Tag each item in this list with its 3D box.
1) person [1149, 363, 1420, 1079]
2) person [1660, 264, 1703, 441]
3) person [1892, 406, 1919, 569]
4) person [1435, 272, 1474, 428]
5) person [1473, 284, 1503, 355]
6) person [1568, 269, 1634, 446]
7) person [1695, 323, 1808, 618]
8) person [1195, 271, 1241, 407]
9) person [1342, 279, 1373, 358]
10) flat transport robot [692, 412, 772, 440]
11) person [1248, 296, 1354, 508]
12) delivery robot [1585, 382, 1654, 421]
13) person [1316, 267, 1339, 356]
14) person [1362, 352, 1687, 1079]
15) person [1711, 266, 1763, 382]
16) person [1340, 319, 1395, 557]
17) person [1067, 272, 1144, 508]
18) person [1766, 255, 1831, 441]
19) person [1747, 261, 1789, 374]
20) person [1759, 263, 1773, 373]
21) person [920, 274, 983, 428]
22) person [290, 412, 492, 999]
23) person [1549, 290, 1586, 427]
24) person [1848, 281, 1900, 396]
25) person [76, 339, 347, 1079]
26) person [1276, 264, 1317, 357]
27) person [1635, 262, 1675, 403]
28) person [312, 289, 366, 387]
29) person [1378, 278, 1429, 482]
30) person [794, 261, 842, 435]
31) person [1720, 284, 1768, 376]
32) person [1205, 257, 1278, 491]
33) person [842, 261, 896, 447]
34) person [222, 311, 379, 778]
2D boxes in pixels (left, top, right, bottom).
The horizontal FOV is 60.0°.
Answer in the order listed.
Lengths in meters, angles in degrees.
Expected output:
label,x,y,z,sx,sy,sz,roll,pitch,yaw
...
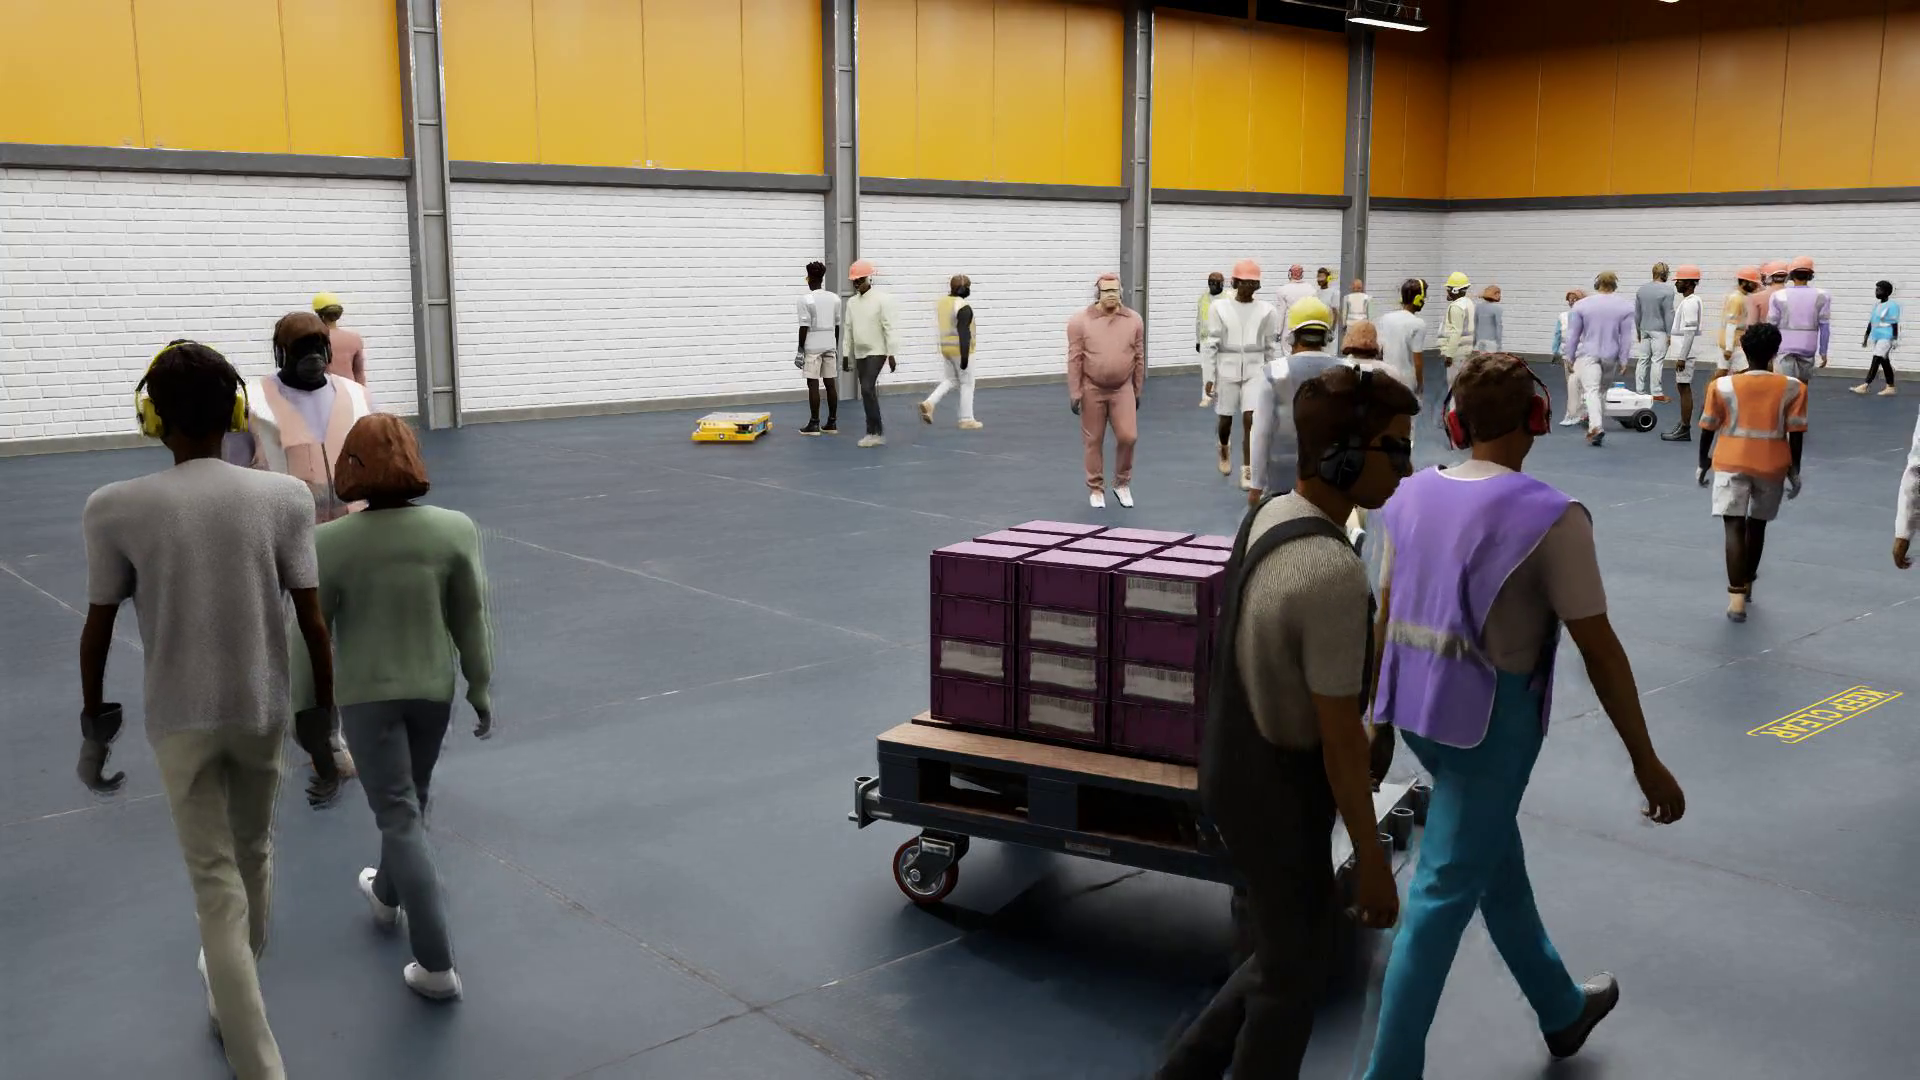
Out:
label,x,y,z,sx,sy,sz,roll,pitch,yaw
person,0.652,0.555,3.336,0.434,1.821,0.542,0,10,-1
person,7.931,-2.050,18.247,0.362,1.938,0.545,4,11,23
person,4.104,-0.028,6.689,0.609,1.835,0.968,8,12,38
person,5.827,-2.228,19.592,0.403,1.834,0.589,5,11,29
person,7.594,-2.867,23.945,0.394,1.617,0.523,-5,11,-29
person,6.906,-1.969,17.940,0.639,1.898,1.023,2,10,12
person,4.482,-0.406,9.457,0.547,1.648,0.867,3,10,17
person,3.504,-2.711,22.471,0.637,1.828,0.662,8,12,38
person,6.939,-3.743,29.062,0.533,1.621,0.364,4,10,21
flat transport robot,-2.535,-1.281,18.615,0.652,0.197,1.431,0,10,3
person,1.761,-0.331,8.531,0.616,1.820,0.414,-2,10,-9
delivery robot,7.636,-1.585,19.289,0.707,0.478,0.477,0,10,2
person,5.380,-3.158,25.008,0.815,1.842,0.558,-9,13,-42
person,1.315,0.472,3.898,0.946,1.789,0.688,-4,10,-22
person,9.560,-2.383,20.309,0.858,1.887,0.577,4,10,22
person,2.614,-0.641,10.943,0.498,1.618,0.661,-1,10,-3
person,1.174,-1.184,13.314,0.641,1.891,0.510,-1,10,-5
person,9.184,-2.108,18.314,0.636,2.024,0.686,3,10,17
person,9.414,-2.236,19.251,0.639,1.953,0.914,3,10,18
person,12.153,-3.244,25.302,0.665,1.914,0.554,7,12,37
person,-0.085,-2.193,19.434,0.683,1.817,0.625,-6,11,-32
person,-1.619,0.435,4.697,0.521,1.580,0.838,-8,13,-40
person,7.254,-2.150,19.762,0.718,1.614,0.516,-5,11,-27
person,13.188,-2.888,23.951,0.832,1.655,0.550,0,10,-1
person,-1.816,0.437,3.999,0.526,1.820,0.951,-7,12,-36
person,4.875,-3.067,24.287,0.639,1.910,0.407,-3,10,-17
person,9.622,-2.868,23.026,0.356,1.938,0.638,-4,11,-23
person,-4.937,-1.086,13.161,0.349,1.783,0.536,8,13,40
person,3.651,-1.263,13.903,0.513,1.844,0.540,-6,11,-32
person,-1.613,-2.170,18.859,0.603,1.966,0.367,-9,13,-43
person,10.151,-2.564,21.424,0.681,1.884,0.634,5,11,28
person,2.458,-1.463,14.589,0.618,2.019,0.842,1,10,6
person,-1.034,-1.964,17.648,0.637,1.966,0.679,9,13,41
person,-2.617,-0.015,6.690,0.627,1.819,0.844,-8,13,-41
